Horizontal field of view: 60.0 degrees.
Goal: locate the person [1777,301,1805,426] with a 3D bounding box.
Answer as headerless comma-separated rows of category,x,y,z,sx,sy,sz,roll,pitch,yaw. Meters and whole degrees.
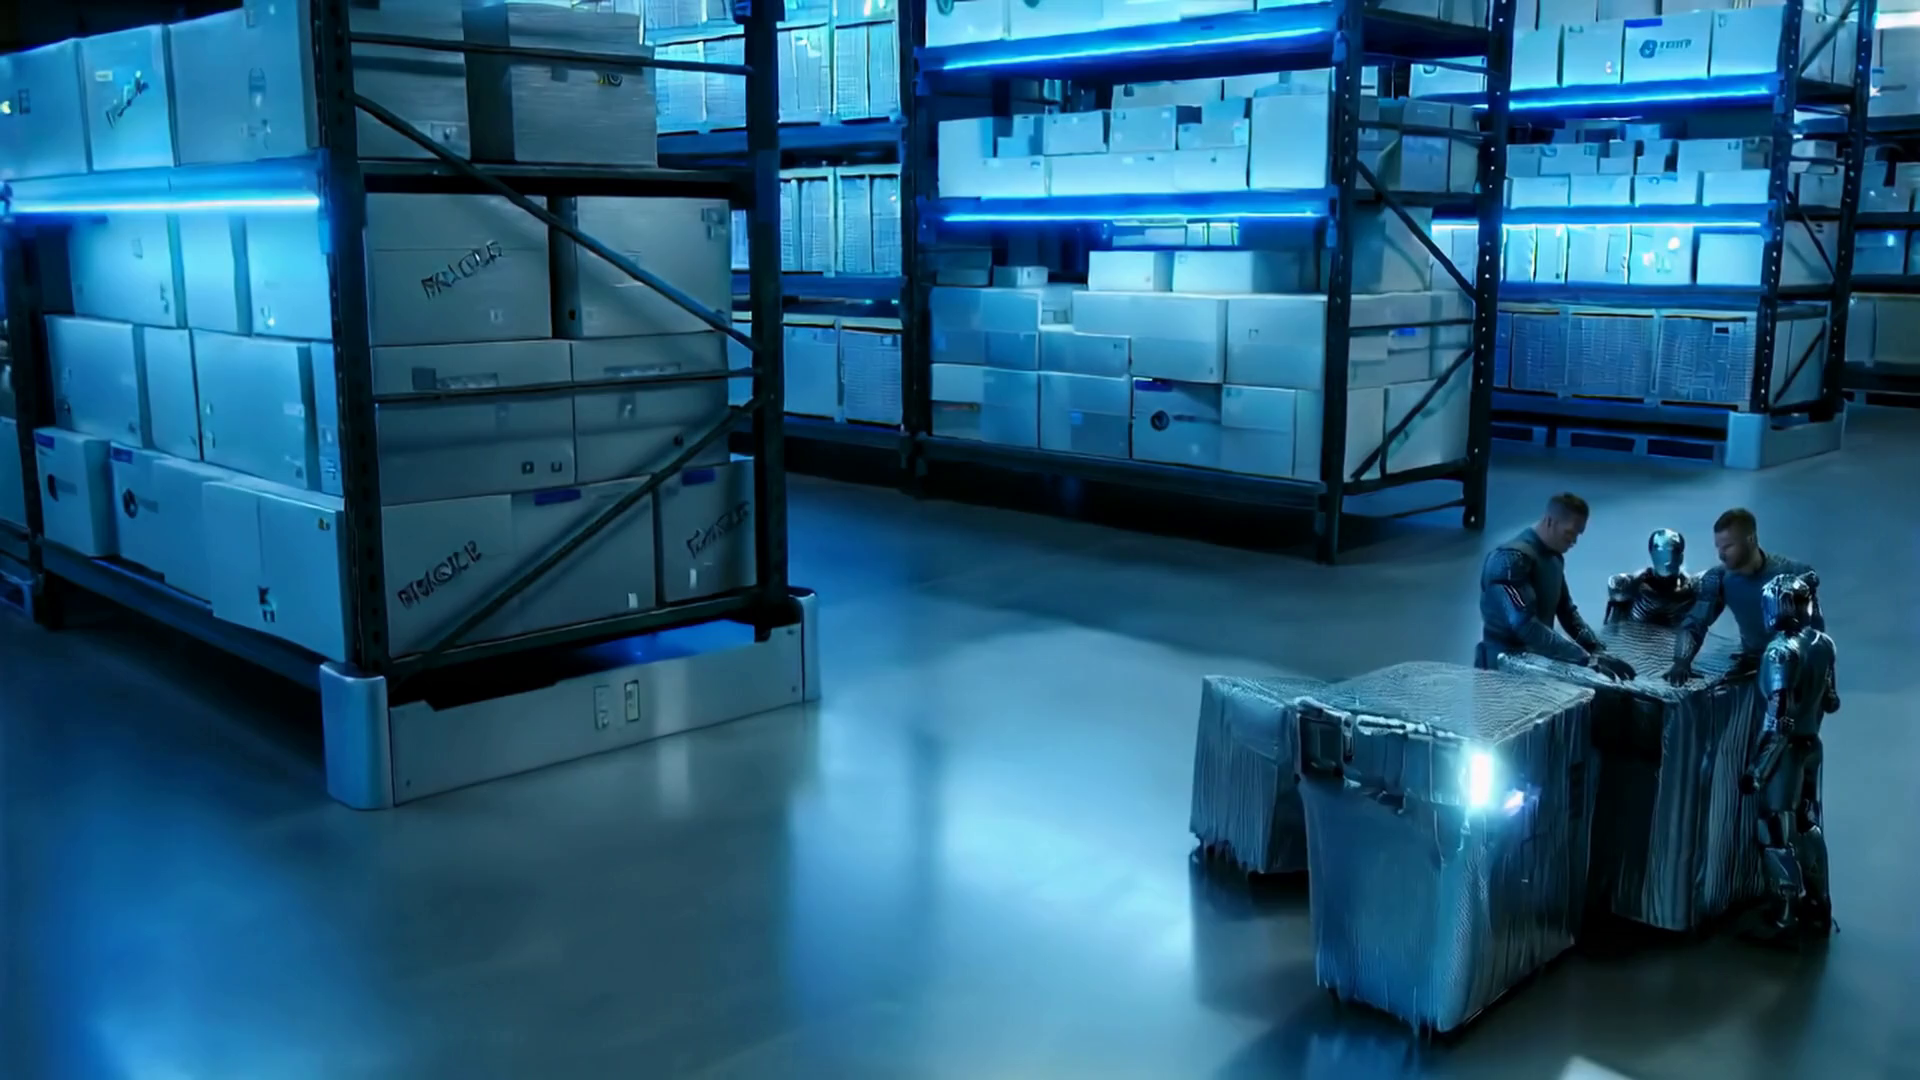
person,8.687,-2.017,17.793,0.640,1.804,0.826,-9,14,-41
